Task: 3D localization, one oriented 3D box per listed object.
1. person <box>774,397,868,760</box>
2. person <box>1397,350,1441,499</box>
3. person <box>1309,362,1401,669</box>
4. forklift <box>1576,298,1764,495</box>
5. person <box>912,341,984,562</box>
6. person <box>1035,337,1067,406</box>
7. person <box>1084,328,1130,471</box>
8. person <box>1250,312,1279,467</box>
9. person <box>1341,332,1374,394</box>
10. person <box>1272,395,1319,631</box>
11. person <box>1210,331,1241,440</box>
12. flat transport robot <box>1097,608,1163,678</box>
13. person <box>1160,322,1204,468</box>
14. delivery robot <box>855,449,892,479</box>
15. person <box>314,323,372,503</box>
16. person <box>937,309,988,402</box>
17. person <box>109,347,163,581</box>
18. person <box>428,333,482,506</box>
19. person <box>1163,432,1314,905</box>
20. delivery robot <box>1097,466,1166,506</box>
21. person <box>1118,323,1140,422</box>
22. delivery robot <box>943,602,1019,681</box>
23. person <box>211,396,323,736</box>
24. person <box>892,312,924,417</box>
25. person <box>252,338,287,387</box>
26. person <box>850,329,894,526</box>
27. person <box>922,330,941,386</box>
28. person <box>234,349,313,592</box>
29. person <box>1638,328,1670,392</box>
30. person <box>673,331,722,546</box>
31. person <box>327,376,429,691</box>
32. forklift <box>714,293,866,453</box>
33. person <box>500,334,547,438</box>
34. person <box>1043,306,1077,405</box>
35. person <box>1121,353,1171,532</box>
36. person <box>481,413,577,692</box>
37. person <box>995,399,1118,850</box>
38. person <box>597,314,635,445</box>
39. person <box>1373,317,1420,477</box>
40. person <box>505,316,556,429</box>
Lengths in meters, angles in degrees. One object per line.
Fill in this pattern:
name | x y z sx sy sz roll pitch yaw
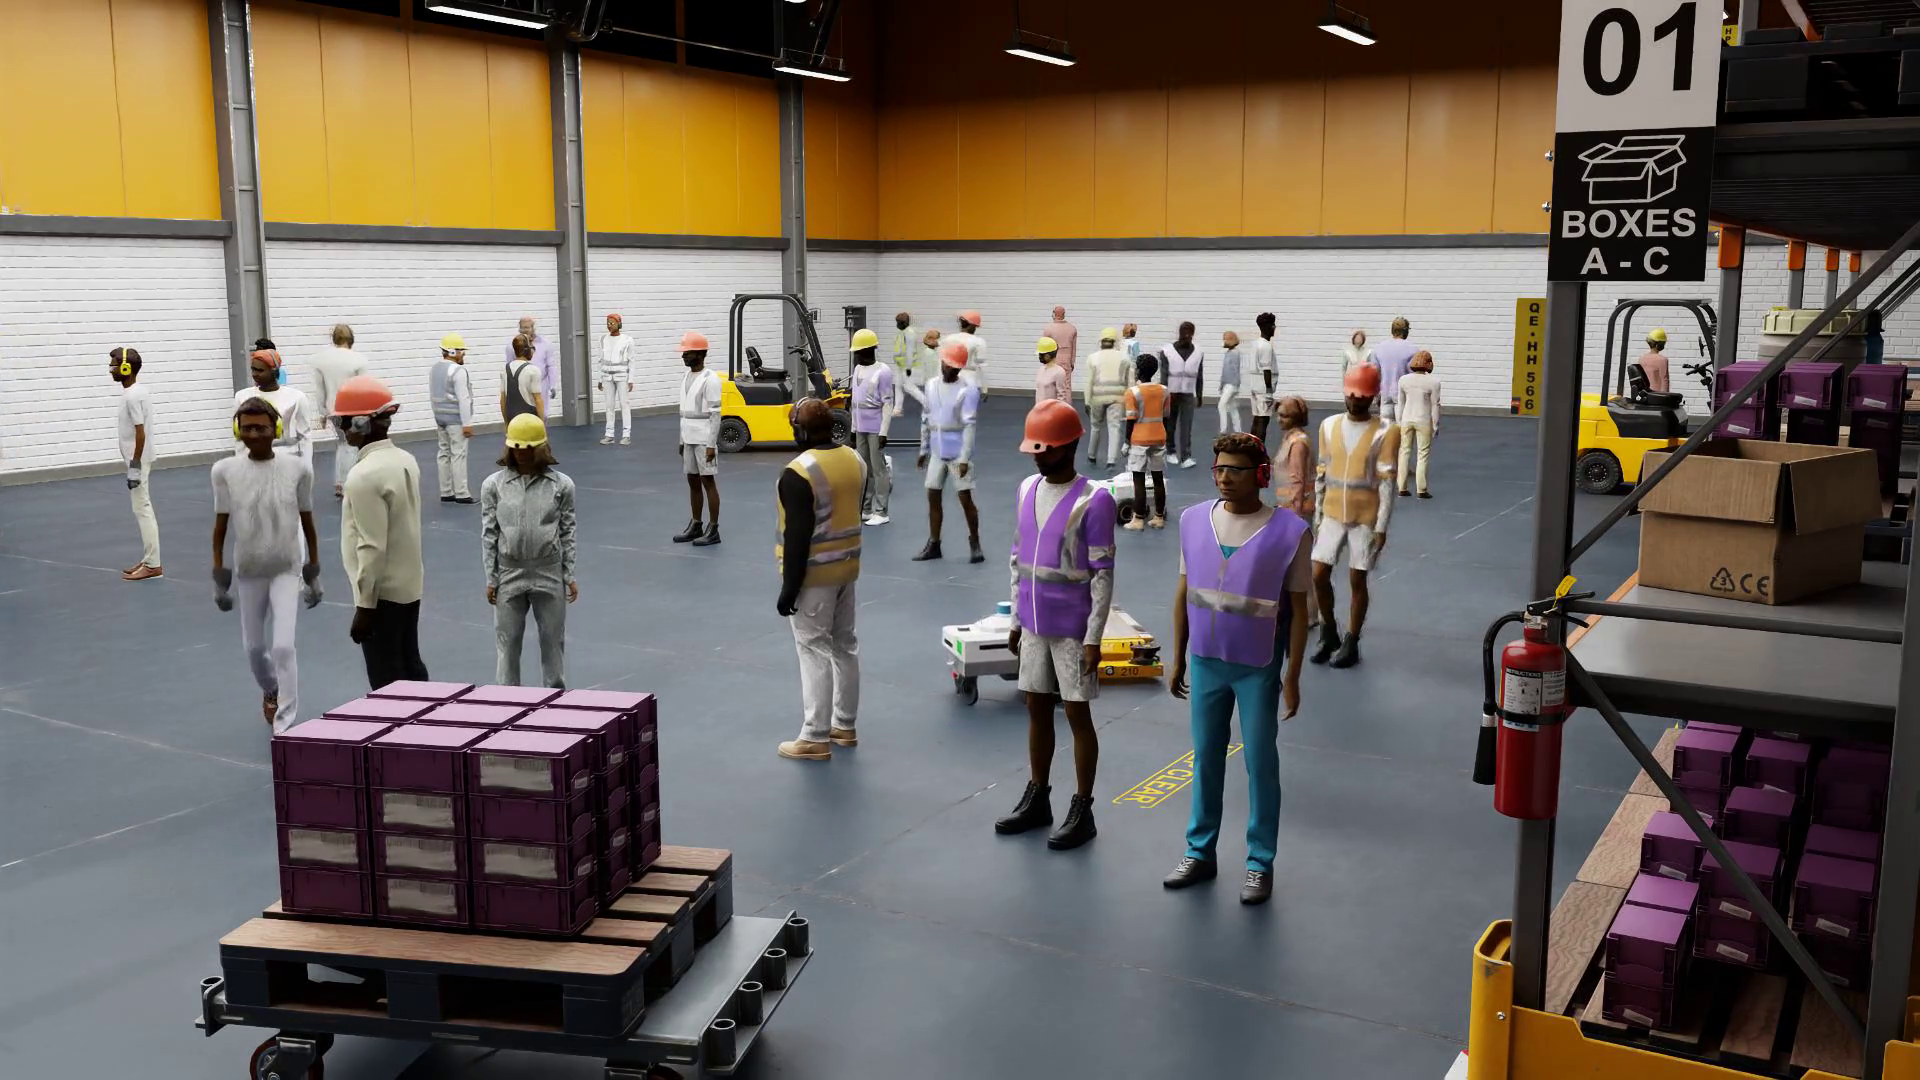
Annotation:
person | -0.726 0.194 8.450 0.430 1.839 0.619 5 10 30
person | 5.005 -1.258 18.174 0.494 1.624 0.279 7 12 39
person | 2.426 -0.139 10.280 0.559 1.913 0.441 7 11 36
forklift | 7.954 -1.589 18.462 2.313 2.155 1.214 5 11 30
person | -0.084 -0.738 14.154 0.621 1.908 0.460 7 11 36
person | 0.974 -1.353 18.350 0.328 1.760 0.524 -5 10 -29
person | 1.835 -1.767 20.883 0.584 1.771 0.974 0 9 -2
person | 3.882 -1.918 21.220 0.361 1.965 0.613 -1 9 -5
person | 6.028 -2.358 25.169 0.510 1.584 0.906 1 9 6
person | 2.322 -0.190 11.520 0.341 1.628 0.648 1 9 9
person | 3.884 -2.253 24.413 0.624 1.611 0.520 -1 9 -5
flat transport robot | 0.812 0.627 10.616 0.652 0.197 1.431 -1 9 -7
person | 2.822 -1.846 21.161 0.606 1.853 1.001 -1 9 -8
delivery robot | -1.074 -0.862 18.735 0.477 0.478 0.707 -7 11 -35
person | -6.550 -1.364 17.885 0.644 1.922 0.513 3 10 18
person | 0.043 -1.993 21.598 0.625 1.986 0.878 5 10 26
person | -6.639 -0.612 13.371 0.316 1.870 0.531 -4 10 -23
person | -5.357 -1.270 17.609 0.591 1.829 0.404 8 12 39
person | 1.099 0.491 6.555 0.563 1.847 0.389 6 11 34
delivery robot | 1.685 -0.492 16.424 0.707 0.478 0.477 -6 11 -32
person | 2.775 -2.747 27.407 0.315 1.641 0.515 -5 11 -31
delivery robot | 0.265 0.602 9.596 0.707 0.478 0.477 -3 10 -16
person | -3.608 0.159 8.675 0.523 1.845 0.840 -3 9 -16
person | -0.846 -2.994 28.447 0.727 1.807 0.657 -3 10 -17
person | -8.141 -1.523 19.601 0.533 1.697 0.318 6 11 31
person | -0.892 -1.099 16.265 0.382 1.917 0.585 -7 11 -37
person | -0.417 -2.265 24.426 0.269 1.632 0.504 1 9 4
person | -5.280 -0.527 12.801 0.576 1.883 0.362 0 9 -1
person | 8.722 -1.771 20.924 0.304 1.772 0.525 -3 10 -19
person | -2.379 -0.915 15.056 0.356 1.939 0.543 -9 12 -43
person | -2.674 0.239 7.677 0.400 1.989 0.623 0 9 1
forklift | -2.458 -2.344 23.176 2.313 2.155 1.214 0 9 -2
person | -4.446 -1.177 16.974 0.509 1.844 0.329 4 10 25
person | 1.663 -3.002 28.176 0.643 1.909 0.410 -5 10 -27
person | 1.773 -0.927 15.874 0.531 1.698 0.320 -6 11 -31
person | -2.242 0.204 8.694 0.483 1.737 0.311 -3 10 -17
person | 0.404 0.357 7.143 0.542 1.930 0.367 9 13 44
person | -4.948 -2.305 23.901 0.574 1.882 0.356 2 9 14
person | 5.277 -1.721 20.080 0.368 1.939 0.632 -9 13 -44
person | -5.830 -2.098 22.596 0.658 1.886 0.671 -3 10 -17
